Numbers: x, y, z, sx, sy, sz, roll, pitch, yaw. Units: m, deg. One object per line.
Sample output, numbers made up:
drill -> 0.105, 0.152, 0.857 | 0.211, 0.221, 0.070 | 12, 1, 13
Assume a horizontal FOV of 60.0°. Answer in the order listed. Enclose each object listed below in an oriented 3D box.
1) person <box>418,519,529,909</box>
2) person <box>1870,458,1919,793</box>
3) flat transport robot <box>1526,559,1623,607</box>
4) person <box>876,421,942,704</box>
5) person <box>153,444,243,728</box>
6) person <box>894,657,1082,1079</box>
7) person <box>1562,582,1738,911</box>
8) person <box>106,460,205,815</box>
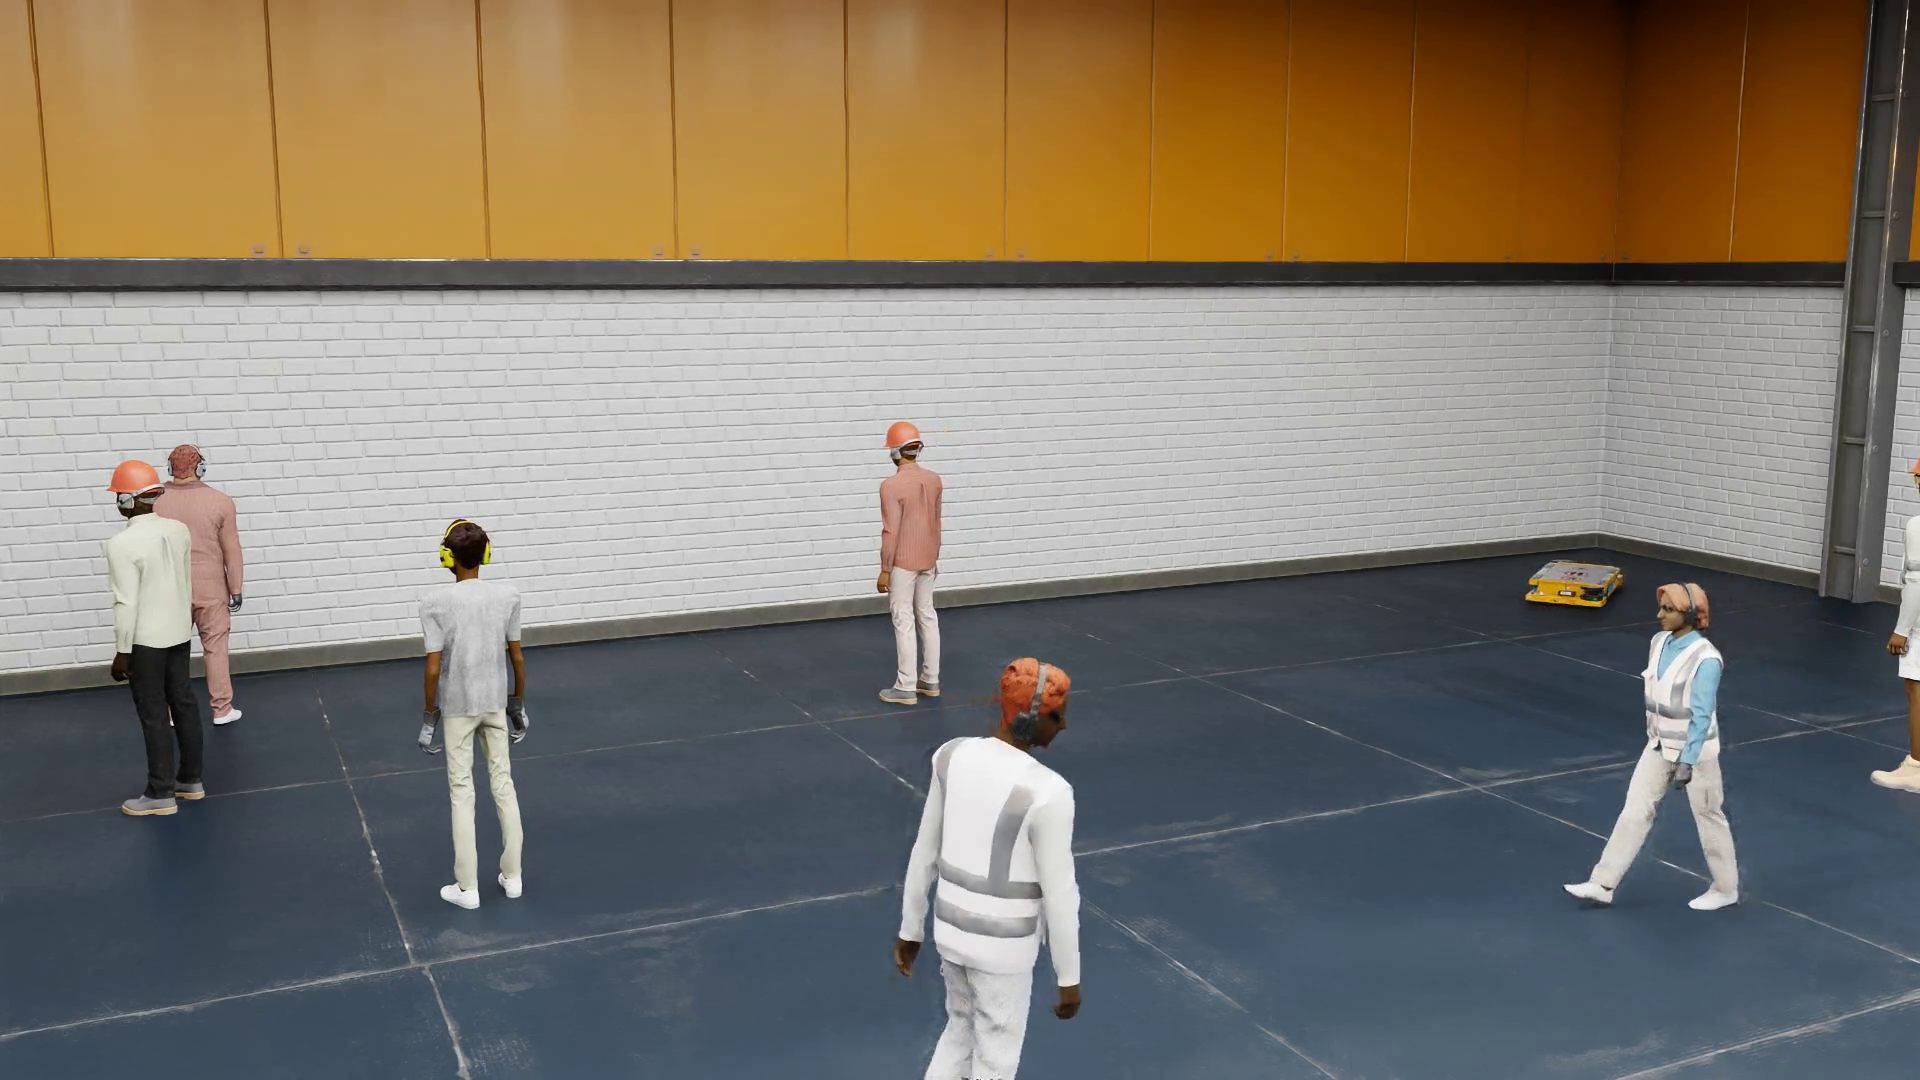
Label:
person -> -2.335, 0.828, 7.972 | 0.538, 1.866, 0.312 | -7, 12, -37
person -> 5.657, 0.458, 9.723 | 0.608, 2.044, 0.371 | -5, 11, -31
flat transport robot -> 5.775, 0.395, 15.591 | 0.652, 0.197, 1.431 | 5, 10, 28
person -> -0.371, 0.156, 11.749 | 0.398, 1.989, 0.621 | 7, 12, 38
person -> -5.109, 0.308, 11.105 | 0.643, 1.903, 0.402 | -2, 9, -9
person -> 0.096, 1.276, 5.220 | 0.462, 1.855, 0.603 | -8, 12, -40
person -> 3.338, 0.986, 7.814 | 0.851, 1.585, 0.538 | -1, 9, -9
person -> -4.538, 0.544, 9.331 | 0.386, 1.996, 0.610 | 2, 9, 12
